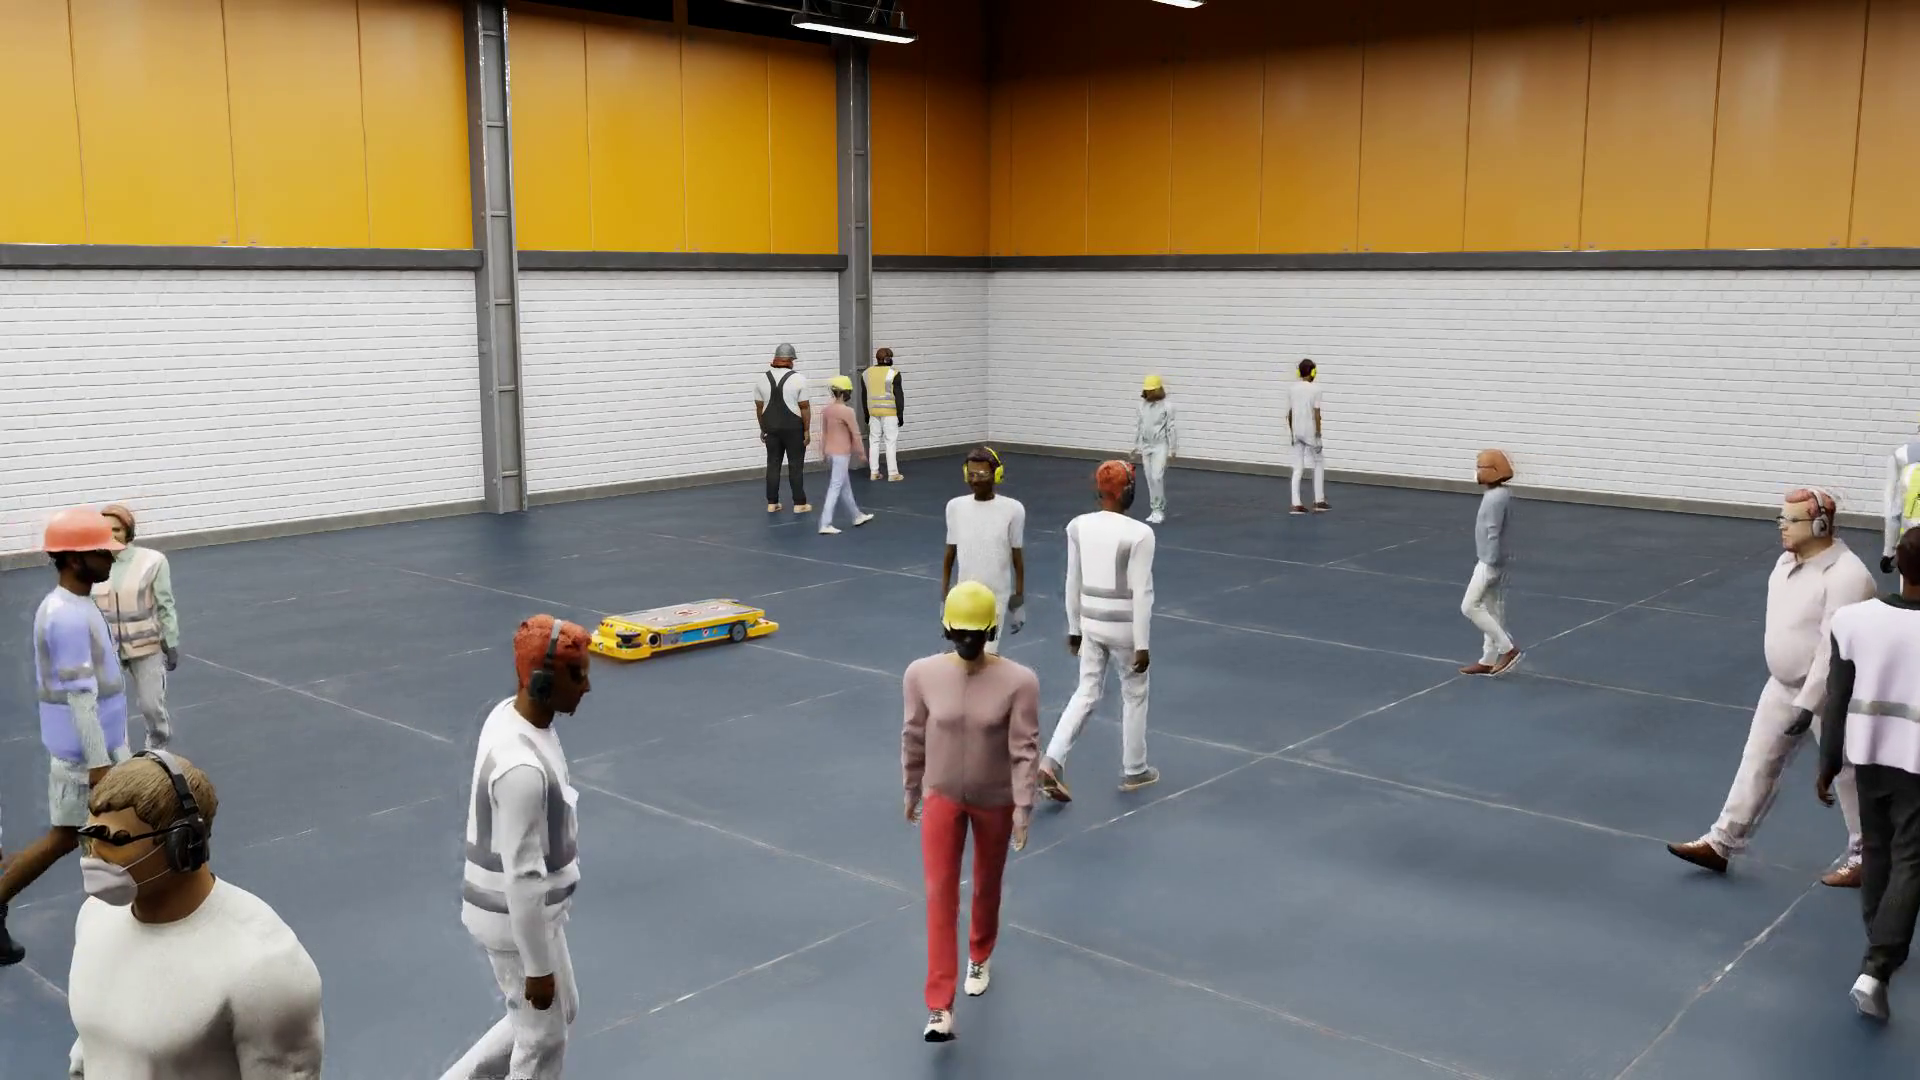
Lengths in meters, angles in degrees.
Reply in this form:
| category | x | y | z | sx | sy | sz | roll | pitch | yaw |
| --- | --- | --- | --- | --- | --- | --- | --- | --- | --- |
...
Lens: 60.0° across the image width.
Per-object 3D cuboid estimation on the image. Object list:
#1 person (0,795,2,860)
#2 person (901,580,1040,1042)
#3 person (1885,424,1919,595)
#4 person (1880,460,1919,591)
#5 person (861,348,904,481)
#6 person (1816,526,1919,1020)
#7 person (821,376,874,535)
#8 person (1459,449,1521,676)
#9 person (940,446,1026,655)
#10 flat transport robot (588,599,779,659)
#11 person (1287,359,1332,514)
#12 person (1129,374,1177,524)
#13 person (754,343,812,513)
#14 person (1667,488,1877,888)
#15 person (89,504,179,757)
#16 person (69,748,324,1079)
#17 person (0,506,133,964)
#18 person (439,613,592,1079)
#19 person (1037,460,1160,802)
| category | x | y | z | sx | sy | sz | roll | pitch | yaw |
| --- | --- | --- | --- | --- | --- | --- | --- | --- | --- |
| person | -4.784 | 0.653 | 7.780 | 0.407 | 1.908 | 0.641 | 0 | 9 | -1 |
| person | 0.032 | 0.990 | 6.235 | 0.532 | 1.711 | 0.925 | 1 | 9 | 4 |
| person | 7.720 | -0.182 | 13.327 | 0.605 | 1.816 | 0.611 | 8 | 12 | 42 |
| person | 6.688 | 0.110 | 11.442 | 0.438 | 1.829 | 0.640 | -4 | 10 | -25 |
| person | -1.042 | -1.730 | 22.953 | 0.633 | 1.839 | 0.429 | 5 | 10 | 27 |
| person | 3.672 | 0.876 | 6.478 | 0.601 | 1.884 | 0.960 | 8 | 12 | 42 |
| person | -1.230 | -0.937 | 18.338 | 0.868 | 1.731 | 0.529 | -7 | 11 | -36 |
| person | 3.702 | 0.172 | 11.670 | 0.356 | 1.620 | 0.529 | 3 | 10 | 19 |
| person | 0.150 | 0.338 | 9.970 | 0.525 | 1.844 | 0.823 | 3 | 10 | 20 |
| flat transport robot | -2.157 | 0.668 | 12.805 | 0.652 | 0.197 | 1.431 | 9 | 13 | 44 |
| person | 4.183 | -1.238 | 19.864 | 0.539 | 1.835 | 0.777 | 9 | 13 | 44 |
| person | 2.203 | -1.040 | 19.019 | 0.492 | 1.716 | 0.580 | 7 | 12 | 39 |
| person | -2.078 | -1.350 | 19.935 | 0.687 | 2.000 | 0.535 | 3 | 10 | 18 |
| person | 3.859 | 0.695 | 7.665 | 0.993 | 1.858 | 0.657 | -1 | 9 | -7 |
| person | -4.567 | 0.583 | 9.136 | 0.528 | 1.612 | 0.695 | -3 | 10 | -19 |
| person | -1.517 | 1.352 | 3.289 | 0.627 | 1.941 | 0.371 | 5 | 10 | 28 |
| person | -3.672 | 0.807 | 6.851 | 0.942 | 1.911 | 0.552 | -3 | 10 | -19 |
| person | -1.348 | 1.129 | 4.931 | 0.587 | 1.862 | 0.634 | -2 | 9 | -13 |
| person | 0.768 | 0.494 | 8.956 | 0.584 | 1.858 | 0.859 | 8 | 12 | 42 |
